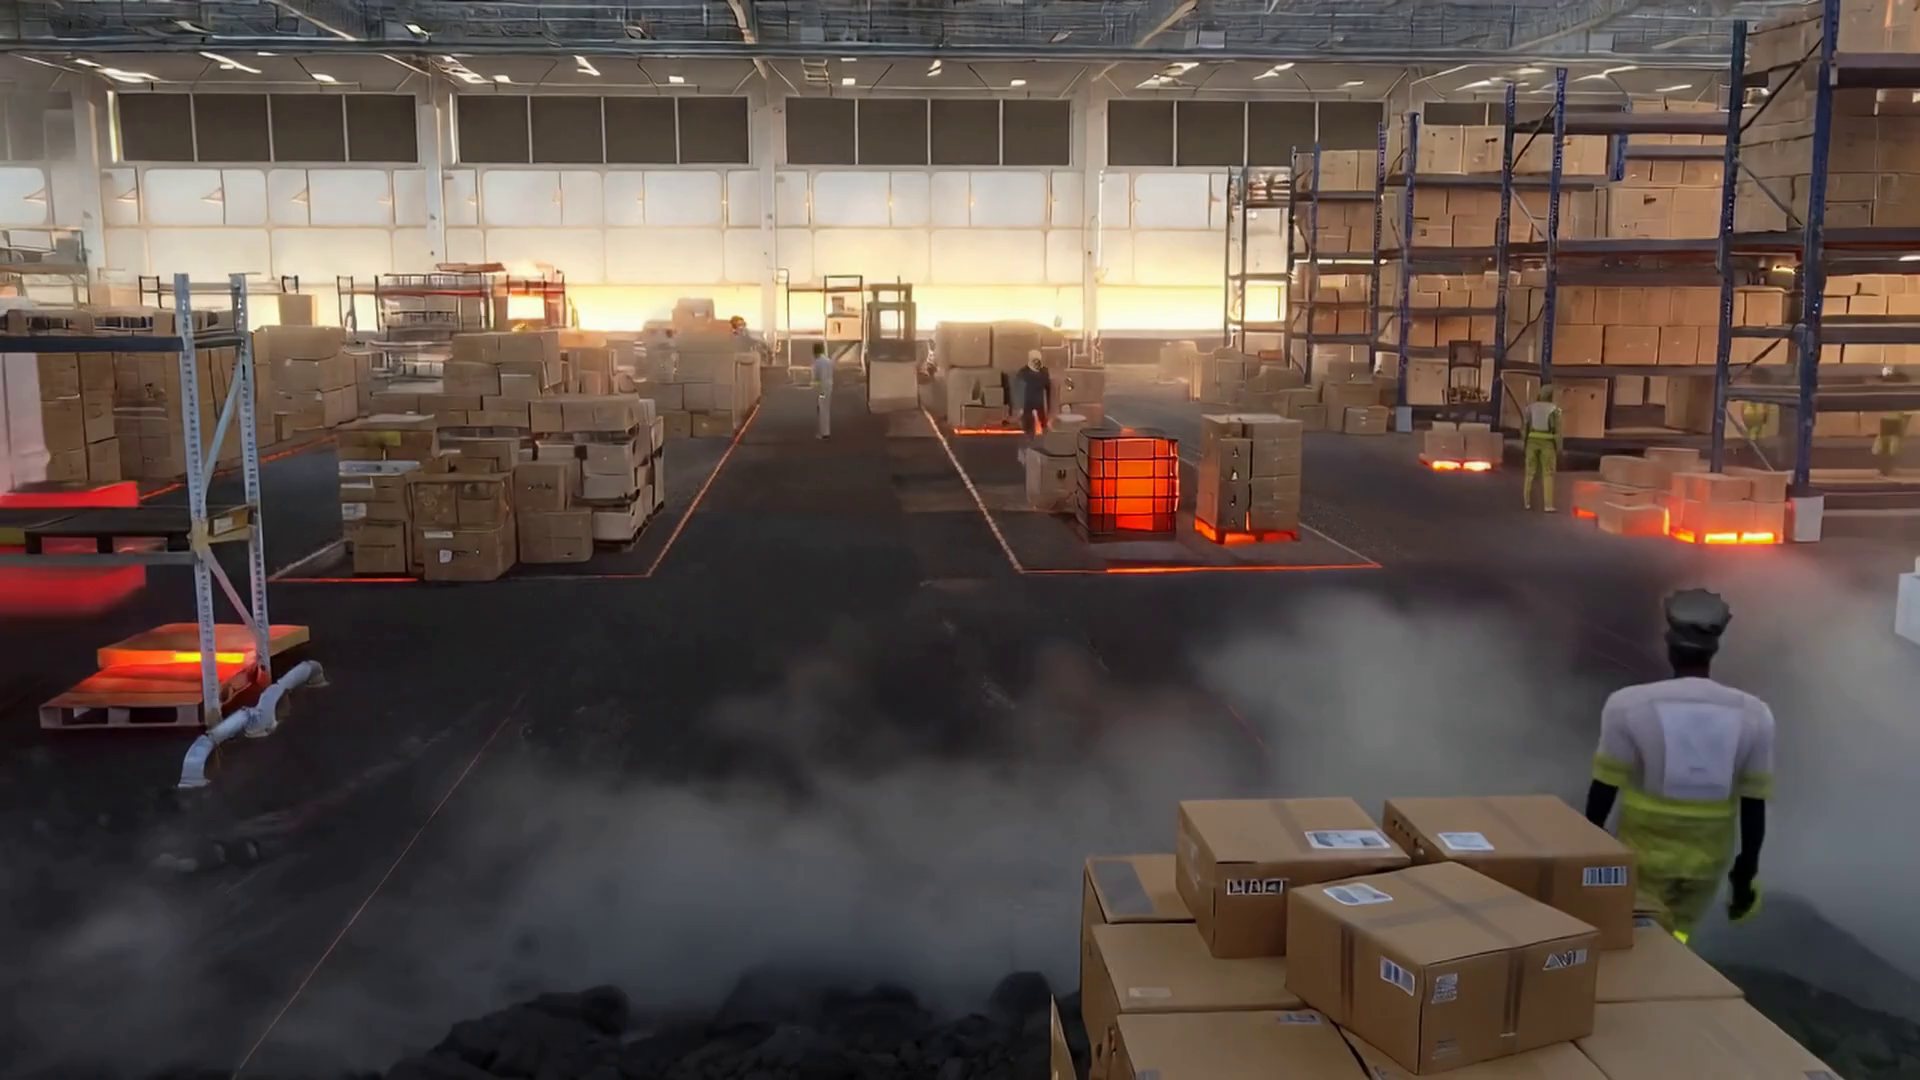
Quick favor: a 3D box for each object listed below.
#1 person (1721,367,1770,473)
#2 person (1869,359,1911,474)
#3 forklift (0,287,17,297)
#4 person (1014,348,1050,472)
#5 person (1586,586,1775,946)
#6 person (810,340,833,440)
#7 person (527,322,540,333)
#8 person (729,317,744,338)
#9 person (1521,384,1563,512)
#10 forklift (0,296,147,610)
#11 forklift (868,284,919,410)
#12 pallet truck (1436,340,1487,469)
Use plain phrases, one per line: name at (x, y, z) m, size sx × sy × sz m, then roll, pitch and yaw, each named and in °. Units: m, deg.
person at (11.708, -1.731, 24.710) m, size 0.852 × 1.649 × 0.546 m, roll 0°, pitch 9°, yaw 0°
person at (12.257, -1.413, 21.888) m, size 0.412 × 1.923 × 0.569 m, roll -1°, pitch 9°, yaw -6°
forklift at (-16.258, -2.887, 28.158) m, size 1.873 × 2.768 × 1.129 m, roll -1°, pitch 9°, yaw -4°
person at (1.056, -1.984, 25.506) m, size 0.649 × 1.918 × 0.605 m, roll -6°, pitch 11°, yaw -35°
person at (2.582, 1.124, 5.965) m, size 0.612 × 1.926 × 0.975 m, roll 0°, pitch 9°, yaw -1°
person at (-2.554, -2.774, 30.706) m, size 0.429 × 1.839 × 0.633 m, roll -2°, pitch 9°, yaw -11°
person at (-9.908, -4.118, 38.865) m, size 0.542 × 1.929 × 0.374 m, roll 5°, pitch 11°, yaw 31°
person at (-5.747, -4.650, 42.071) m, size 0.705 × 1.975 × 0.653 m, roll 1°, pitch 9°, yaw 4°
person at (7.431, -1.169, 21.262) m, size 0.523 × 1.636 × 0.309 m, roll 6°, pitch 11°, yaw 34°
forklift at (-8.653, -0.813, 15.137) m, size 1.873 × 2.768 × 1.129 m, roll -1°, pitch 9°, yaw -4°
forklift at (-1.516, -4.371, 37.476) m, size 1.129 × 2.768 × 1.873 m, roll -1°, pitch 9°, yaw -4°
pallet truck at (8.004, -2.170, 26.422) m, size 0.823 × 1.965 × 1.885 m, roll 2°, pitch 9°, yaw 14°
